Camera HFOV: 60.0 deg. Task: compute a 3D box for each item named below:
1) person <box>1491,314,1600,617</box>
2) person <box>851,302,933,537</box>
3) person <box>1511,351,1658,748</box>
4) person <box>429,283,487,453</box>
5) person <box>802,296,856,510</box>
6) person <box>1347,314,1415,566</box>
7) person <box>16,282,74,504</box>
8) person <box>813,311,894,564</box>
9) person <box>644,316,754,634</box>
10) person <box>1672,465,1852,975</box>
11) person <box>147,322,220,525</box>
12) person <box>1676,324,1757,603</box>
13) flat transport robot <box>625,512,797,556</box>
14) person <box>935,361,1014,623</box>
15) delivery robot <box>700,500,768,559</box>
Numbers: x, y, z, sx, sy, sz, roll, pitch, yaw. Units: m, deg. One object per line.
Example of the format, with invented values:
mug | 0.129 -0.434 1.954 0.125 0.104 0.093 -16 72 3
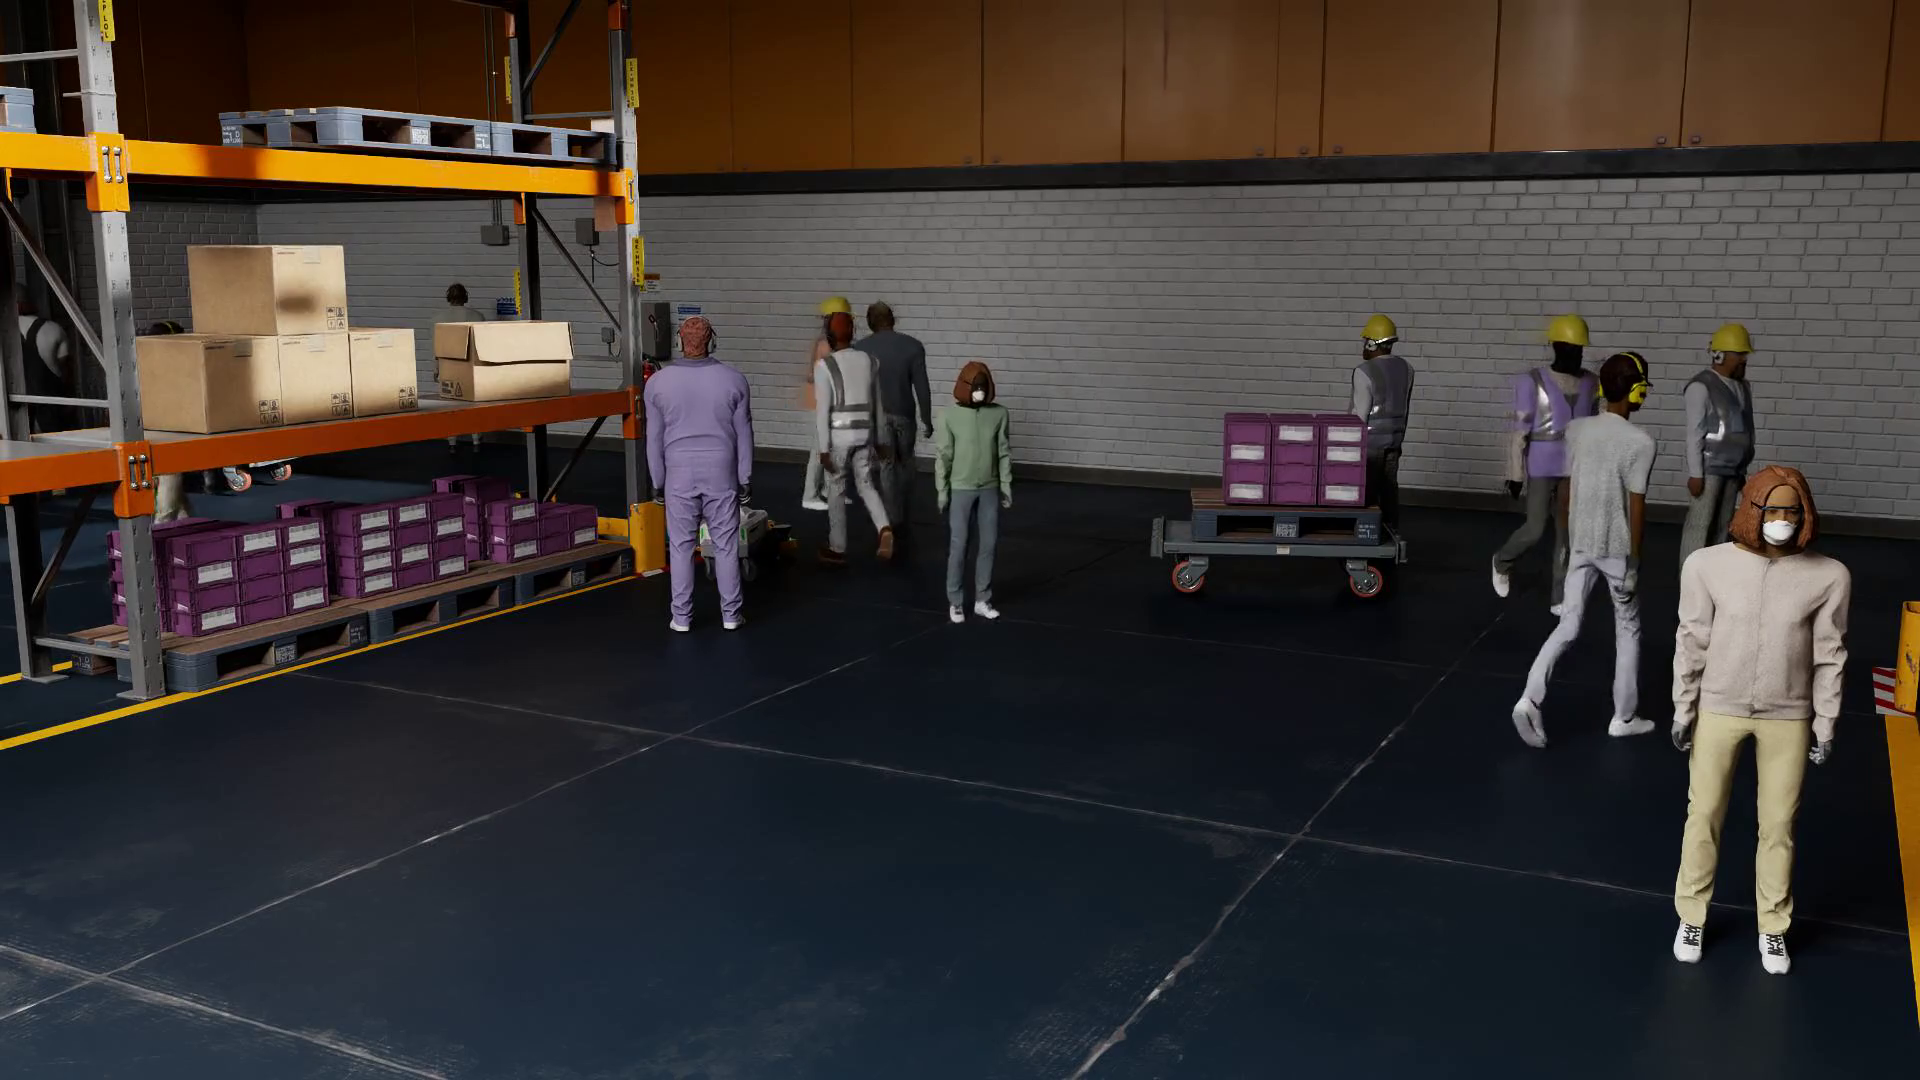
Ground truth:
person | 3.707 -0.473 10.495 0.596 1.911 0.716 -3 10 -15
person | -0.570 -0.996 13.612 0.687 1.873 1.008 -1 10 -6
person | 2.912 0.053 7.666 0.875 1.844 0.521 -7 12 -36
person | -5.716 -1.963 19.034 0.634 1.938 0.355 -2 10 -12
person | -1.147 -1.206 14.767 0.611 1.896 0.667 -1 10 -3
person | 3.040 -0.728 12.180 0.591 1.837 0.403 -8 12 -38
person | -8.435 -1.329 15.069 0.701 2.000 0.539 -6 11 -30
person | -0.754 -0.715 12.017 0.609 1.869 0.719 -8 12 -37
person | -1.554 -0.382 9.976 0.642 1.909 0.410 -2 10 -9
person | 2.526 0.568 5.291 0.496 1.629 0.277 4 10 19
person | -5.007 -0.483 10.752 0.536 1.832 0.850 6 11 31
person | 4.901 -0.476 10.744 0.599 1.827 0.404 -7 12 -36
flat transport robot | -1.965 -0.070 12.898 0.652 0.197 1.431 -9 14 -43
person | 0.080 -0.296 10.298 0.515 1.621 0.327 -4 11 -24
delivery robot | -1.597 -0.067 11.787 0.477 0.478 0.707 1 10 7
